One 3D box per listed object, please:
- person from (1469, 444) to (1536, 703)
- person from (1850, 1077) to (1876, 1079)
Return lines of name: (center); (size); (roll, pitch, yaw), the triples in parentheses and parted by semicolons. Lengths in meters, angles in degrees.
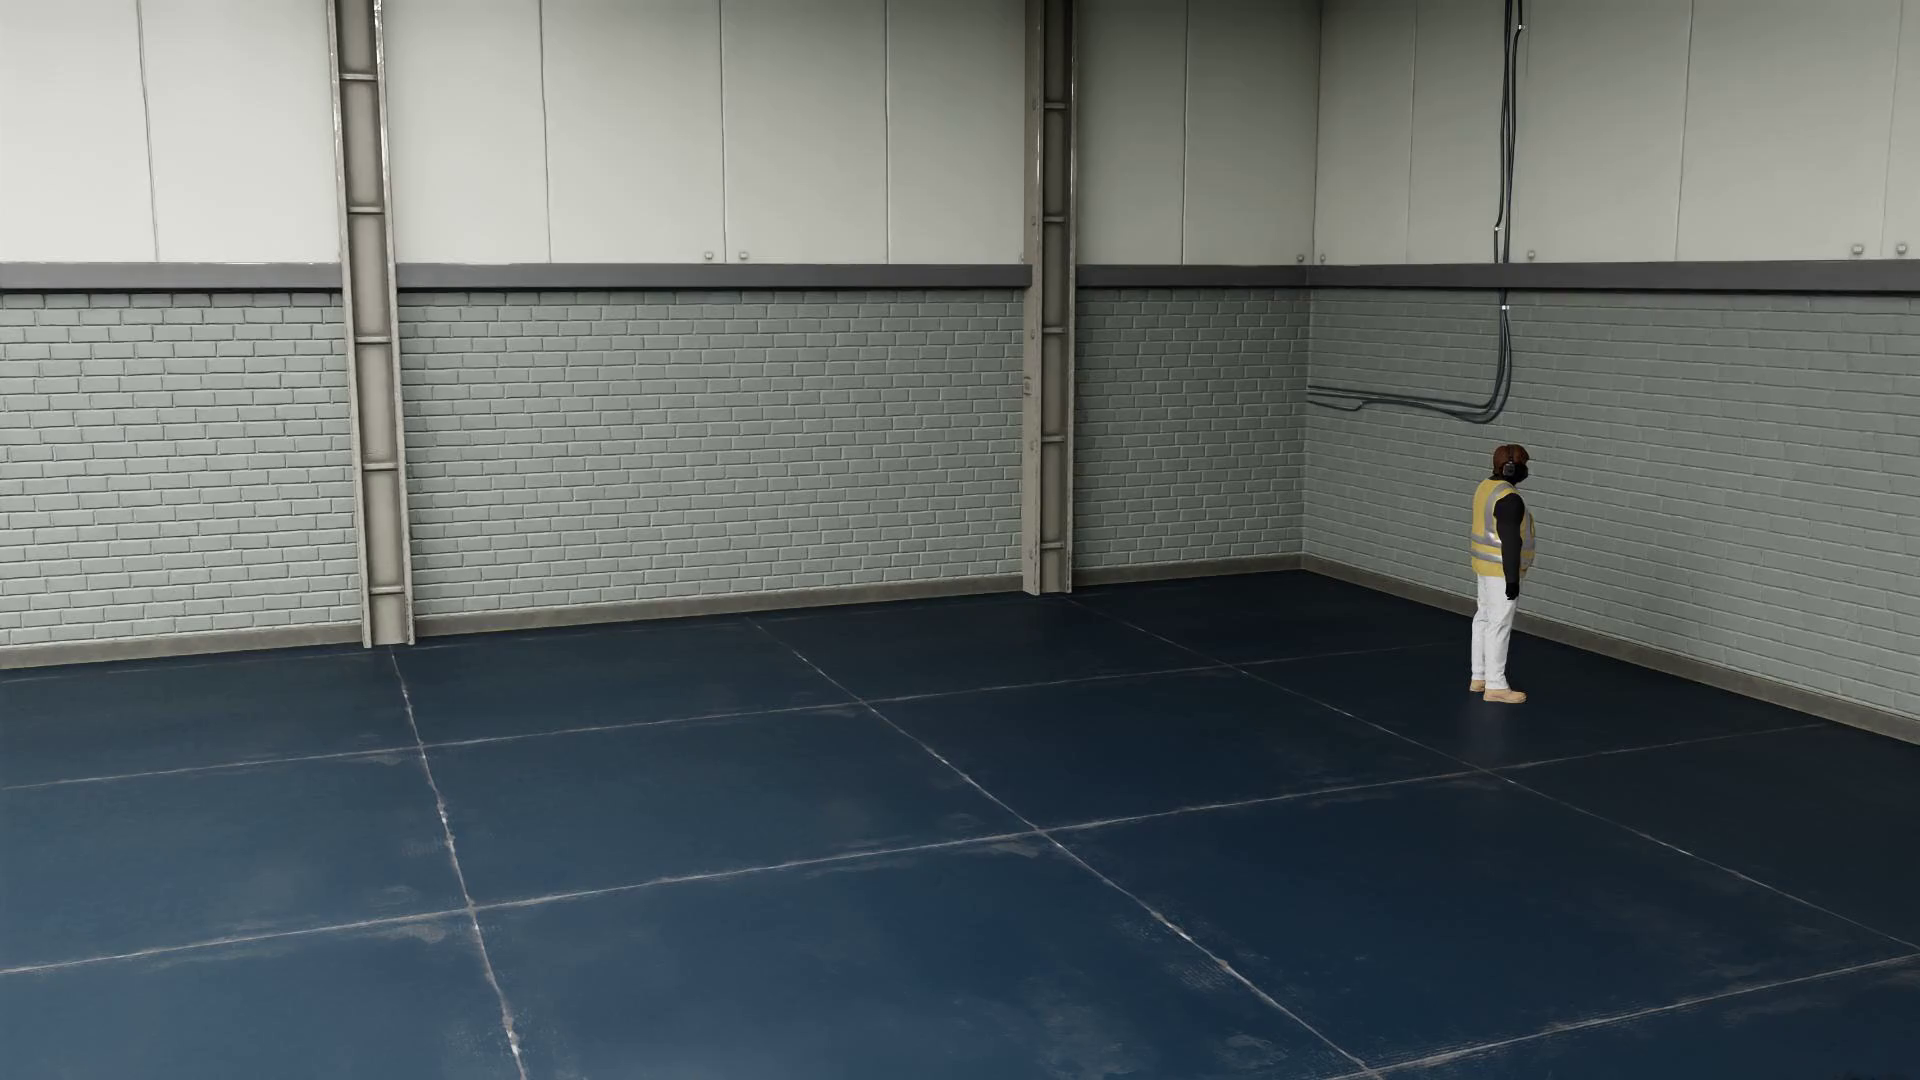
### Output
person: (3.883, 0.229, 11.906); (0.429, 1.841, 0.634); (0, 9, 0)
person: (1.551, 1.736, 2.906); (0.554, 1.681, 0.373); (3, 9, 16)
